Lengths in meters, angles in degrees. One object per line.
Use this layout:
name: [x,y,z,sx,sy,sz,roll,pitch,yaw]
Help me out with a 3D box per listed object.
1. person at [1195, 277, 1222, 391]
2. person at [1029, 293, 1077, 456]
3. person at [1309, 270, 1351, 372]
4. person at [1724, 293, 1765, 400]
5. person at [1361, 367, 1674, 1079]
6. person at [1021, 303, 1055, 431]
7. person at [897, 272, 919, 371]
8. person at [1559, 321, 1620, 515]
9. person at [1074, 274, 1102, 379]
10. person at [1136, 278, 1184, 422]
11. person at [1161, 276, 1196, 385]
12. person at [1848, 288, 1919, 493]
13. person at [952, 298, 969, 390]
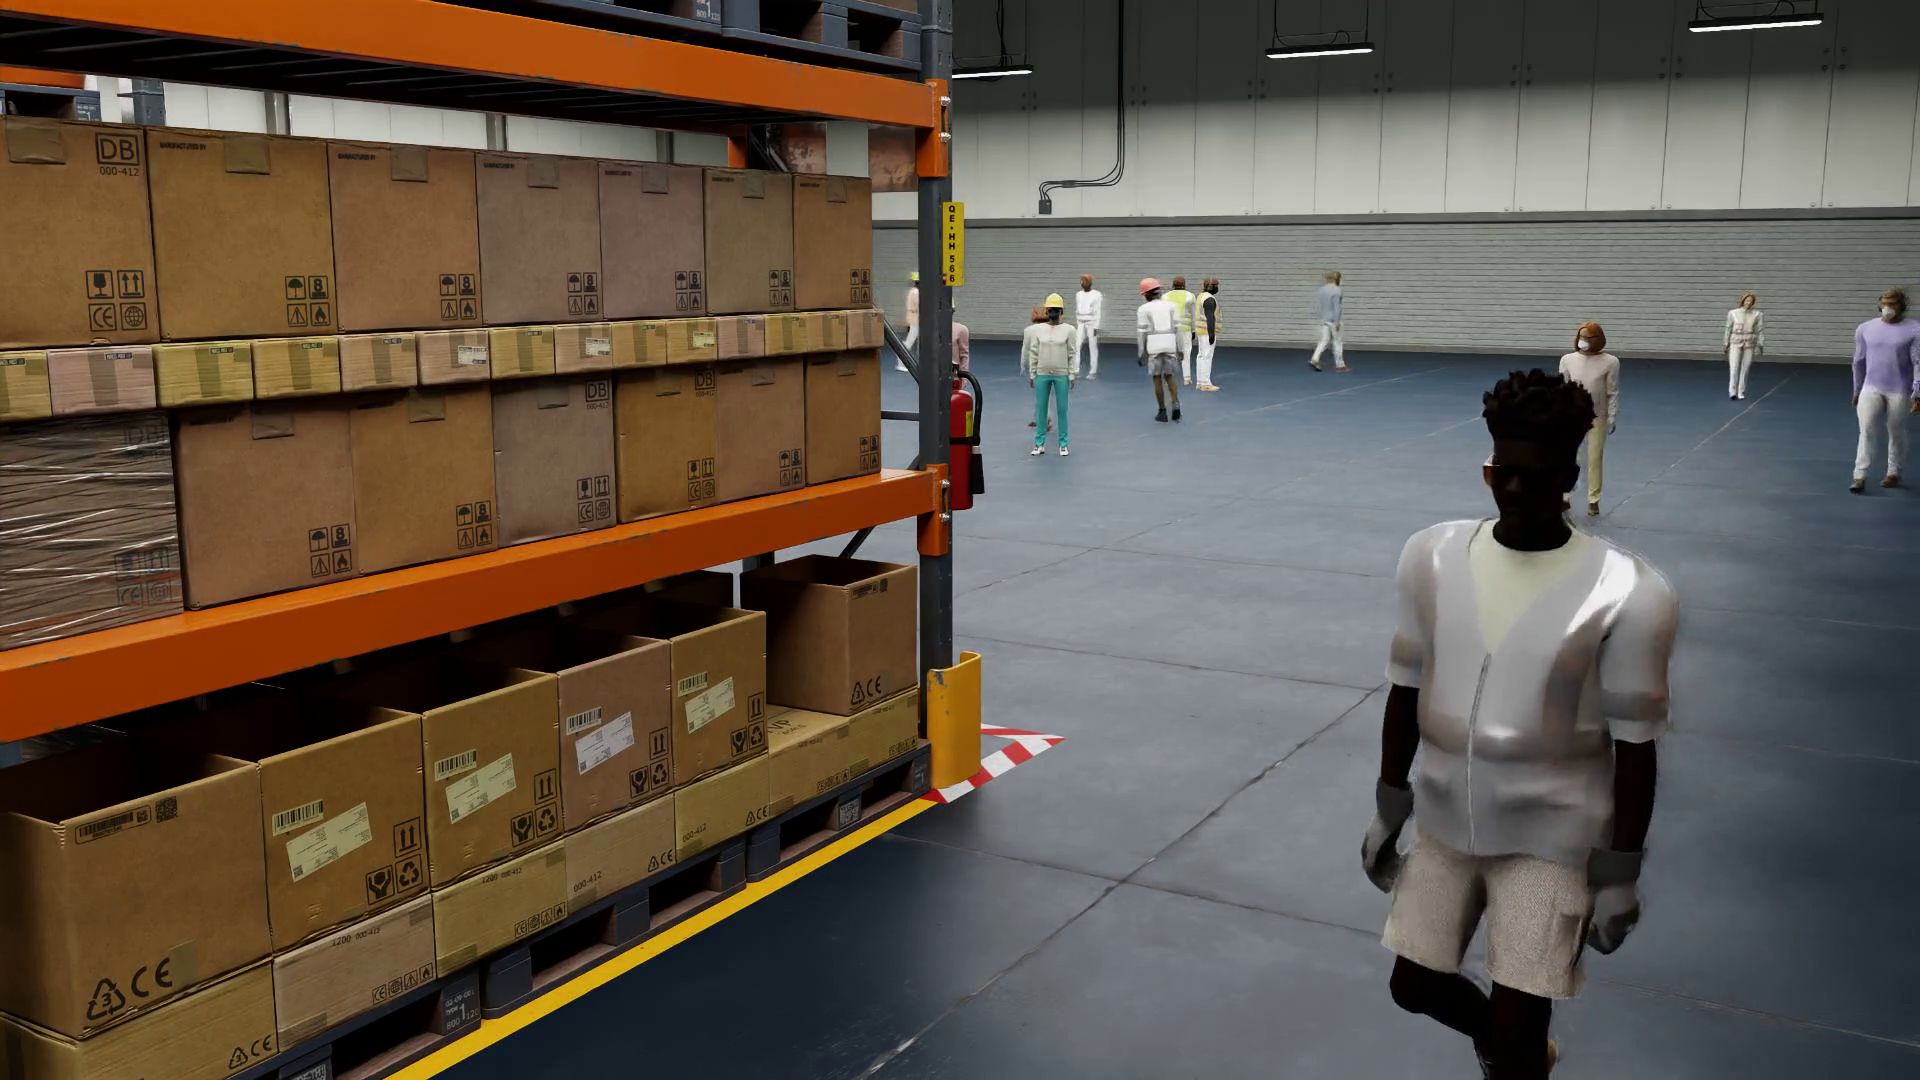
person: [4.033,-3.340,26.986,0.429,1.839,0.633,-1,10,-6]
person: [1.013,-1.799,18.168,0.523,1.772,0.301,2,10,11]
person: [6.975,-4.118,31.313,0.776,1.922,0.640,-3,10,-15]
person: [11.848,-2.910,25.108,0.542,1.605,0.699,3,10,17]
person: [1.200,0.598,3.591,0.631,1.952,0.647,9,14,44]
person: [1.026,-2.167,20.813,0.508,1.599,0.803,-4,11,-24]
person: [-0.750,-4.117,31.440,1.002,1.871,0.589,-2,10,-10]
person: [5.267,-1.021,14.009,0.507,1.631,0.280,6,11,32]
person: [2.197,-3.749,29.309,0.594,1.859,0.766,8,13,39]
person: [2.624,-2.505,21.959,0.594,1.886,0.622,-2,10,-14]
person: [3.700,-3.541,28.156,0.619,1.845,0.430,2,10,13]
person: [8.573,-1.379,15.376,0.650,1.886,1.015,9,13,43]
person: [-0.163,-1.809,18.231,0.523,1.769,0.320,3,10,17]
